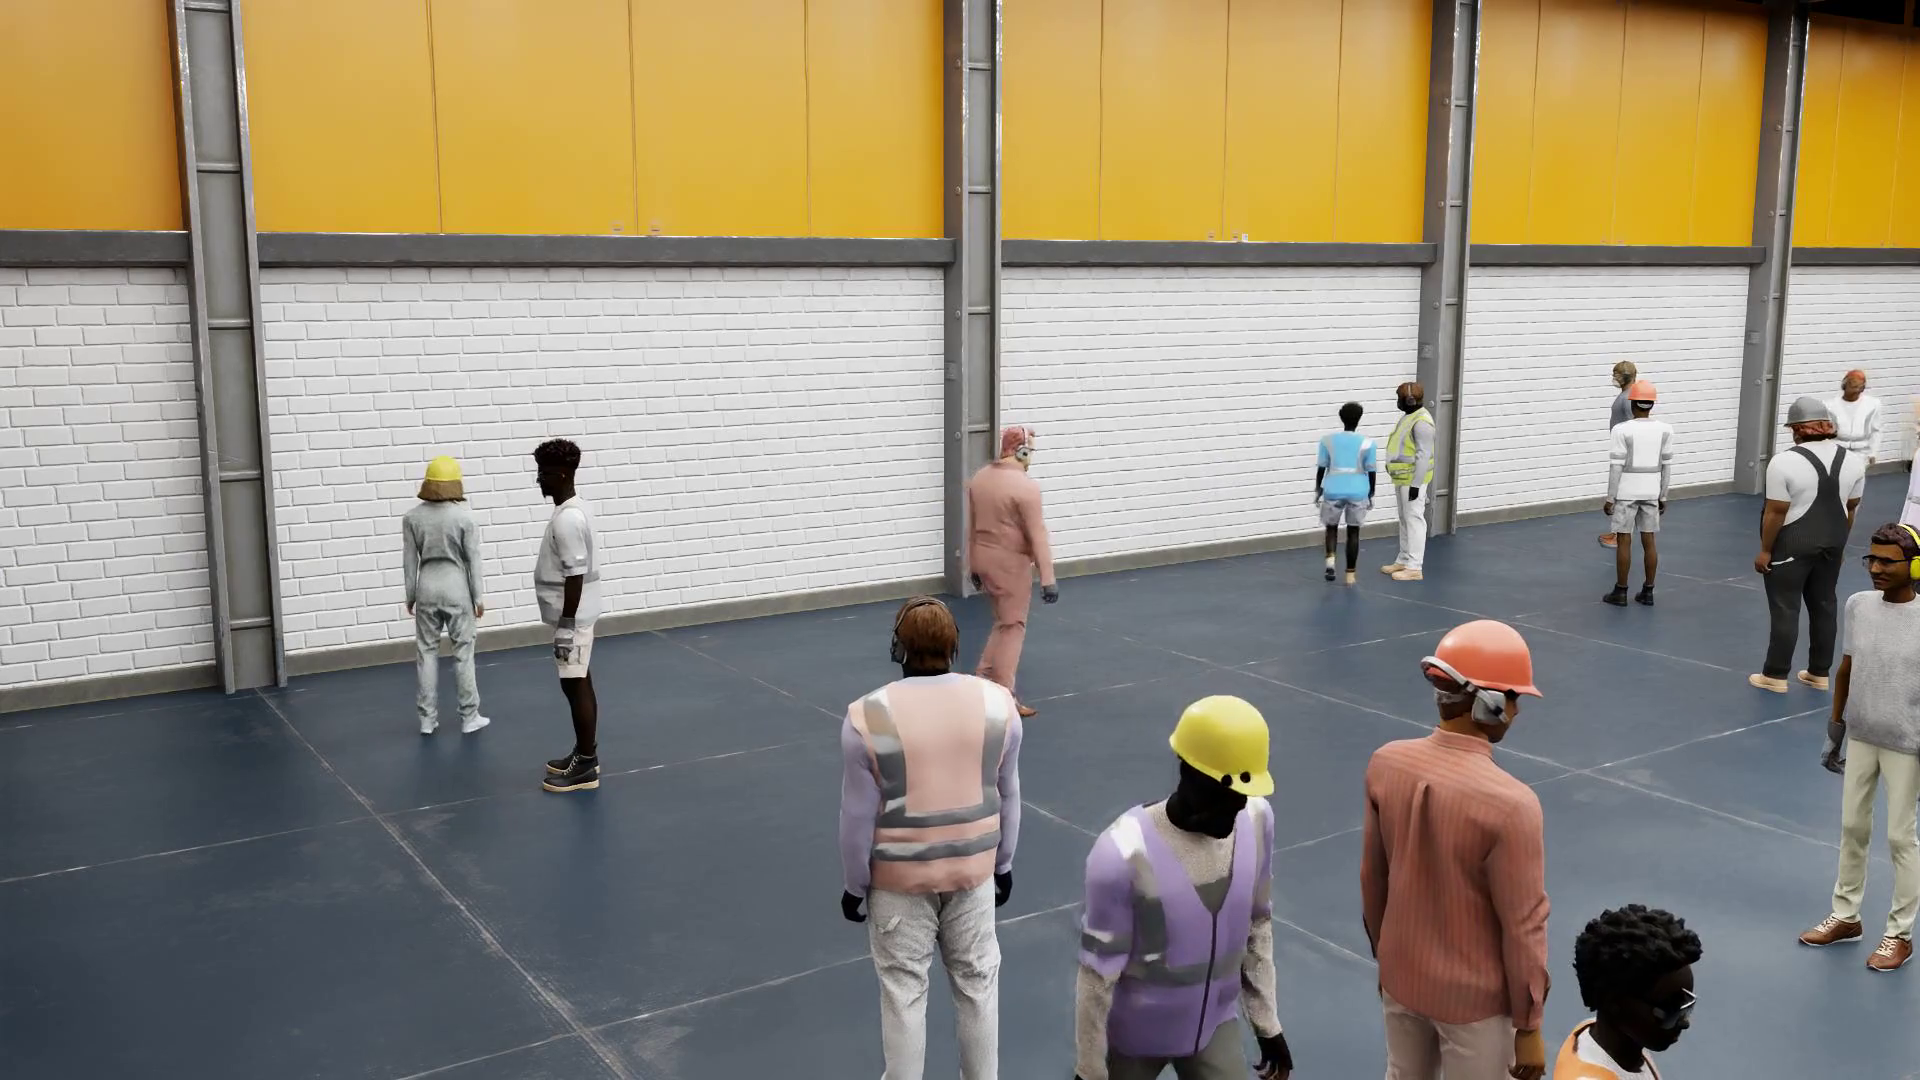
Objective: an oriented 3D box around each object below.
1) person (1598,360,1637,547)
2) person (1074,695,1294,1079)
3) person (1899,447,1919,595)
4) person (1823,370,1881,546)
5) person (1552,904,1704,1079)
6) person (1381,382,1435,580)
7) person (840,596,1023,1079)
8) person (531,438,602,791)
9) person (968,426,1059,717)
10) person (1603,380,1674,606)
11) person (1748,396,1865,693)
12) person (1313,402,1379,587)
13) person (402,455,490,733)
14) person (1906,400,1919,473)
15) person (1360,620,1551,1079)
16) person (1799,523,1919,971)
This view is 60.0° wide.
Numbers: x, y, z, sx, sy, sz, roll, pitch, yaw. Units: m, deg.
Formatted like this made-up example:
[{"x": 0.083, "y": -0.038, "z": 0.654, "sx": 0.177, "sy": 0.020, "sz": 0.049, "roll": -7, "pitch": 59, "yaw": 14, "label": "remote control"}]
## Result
[{"x": 6.852, "y": -0.888, "z": 17.179, "sx": 0.373, "sy": 1.935, "sz": 0.628, "roll": 3, "pitch": 10, "yaw": 18, "label": "person"}, {"x": 0.587, "y": 1.287, "z": 4.342, "sx": 0.601, "sy": 1.840, "sz": 0.964, "roll": -5, "pitch": 11, "yaw": -28, "label": "person"}, {"x": 7.130, "y": -0.056, "z": 12.214, "sx": 0.391, "sy": 1.920, "sz": 0.593, "roll": 3, "pitch": 10, "yaw": 18, "label": "person"}, {"x": 9.186, "y": -0.849, "z": 17.240, "sx": 0.595, "sy": 1.832, "sz": 0.739, "roll": 3, "pitch": 10, "yaw": 18, "label": "person"}, {"x": 1.264, "y": 1.533, "z": 3.303, "sx": 0.322, "sy": 1.696, "sz": 0.530, "roll": 4, "pitch": 10, "yaw": 22, "label": "person"}, {"x": 4.159, "y": -0.549, "z": 15.430, "sx": 0.430, "sy": 1.839, "sz": 0.619, "roll": 0, "pitch": 9, "yaw": 2, "label": "person"}, {"x": -0.104, "y": 1.095, "z": 5.510, "sx": 0.619, "sy": 1.845, "sz": 0.430, "roll": -3, "pitch": 10, "yaw": -18, "label": "person"}, {"x": -2.181, "y": 0.409, "z": 9.269, "sx": 0.361, "sy": 1.963, "sz": 0.613, "roll": -1, "pitch": 10, "yaw": -8, "label": "person"}, {"x": 0.323, "y": 0.209, "z": 10.727, "sx": 0.434, "sy": 1.882, "sz": 0.711, "roll": -5, "pitch": 11, "yaw": -28, "label": "person"}, {"x": 5.771, "y": -0.397, "z": 14.209, "sx": 0.552, "sy": 1.935, "sz": 0.360, "roll": -1, "pitch": 9, "yaw": -5, "label": "person"}, {"x": 5.733, "y": 0.020, "z": 11.384, "sx": 0.676, "sy": 2.000, "sz": 0.536, "roll": -2, "pitch": 10, "yaw": -10, "label": "person"}, {"x": 3.489, "y": -0.410, "z": 15.053, "sx": 0.576, "sy": 1.675, "sz": 0.389, "roll": 3, "pitch": 10, "yaw": 17, "label": "person"}, {"x": -3.201, "y": 0.340, "z": 10.362, "sx": 0.492, "sy": 1.744, "sz": 0.325, "roll": 1, "pitch": 9, "yaw": 4, "label": "person"}, {"x": 10.001, "y": -0.822, "z": 16.995, "sx": 0.680, "sy": 1.880, "sz": 0.387, "roll": 0, "pitch": 9, "yaw": 3, "label": "person"}, {"x": 1.341, "y": 1.196, "z": 4.472, "sx": 0.393, "sy": 1.985, "sz": 0.610, "roll": -5, "pitch": 11, "yaw": -28, "label": "person"}, {"x": 3.844, "y": 0.851, "z": 6.913, "sx": 0.310, "sy": 1.864, "sz": 0.533, "roll": -5, "pitch": 11, "yaw": -28, "label": "person"}]
